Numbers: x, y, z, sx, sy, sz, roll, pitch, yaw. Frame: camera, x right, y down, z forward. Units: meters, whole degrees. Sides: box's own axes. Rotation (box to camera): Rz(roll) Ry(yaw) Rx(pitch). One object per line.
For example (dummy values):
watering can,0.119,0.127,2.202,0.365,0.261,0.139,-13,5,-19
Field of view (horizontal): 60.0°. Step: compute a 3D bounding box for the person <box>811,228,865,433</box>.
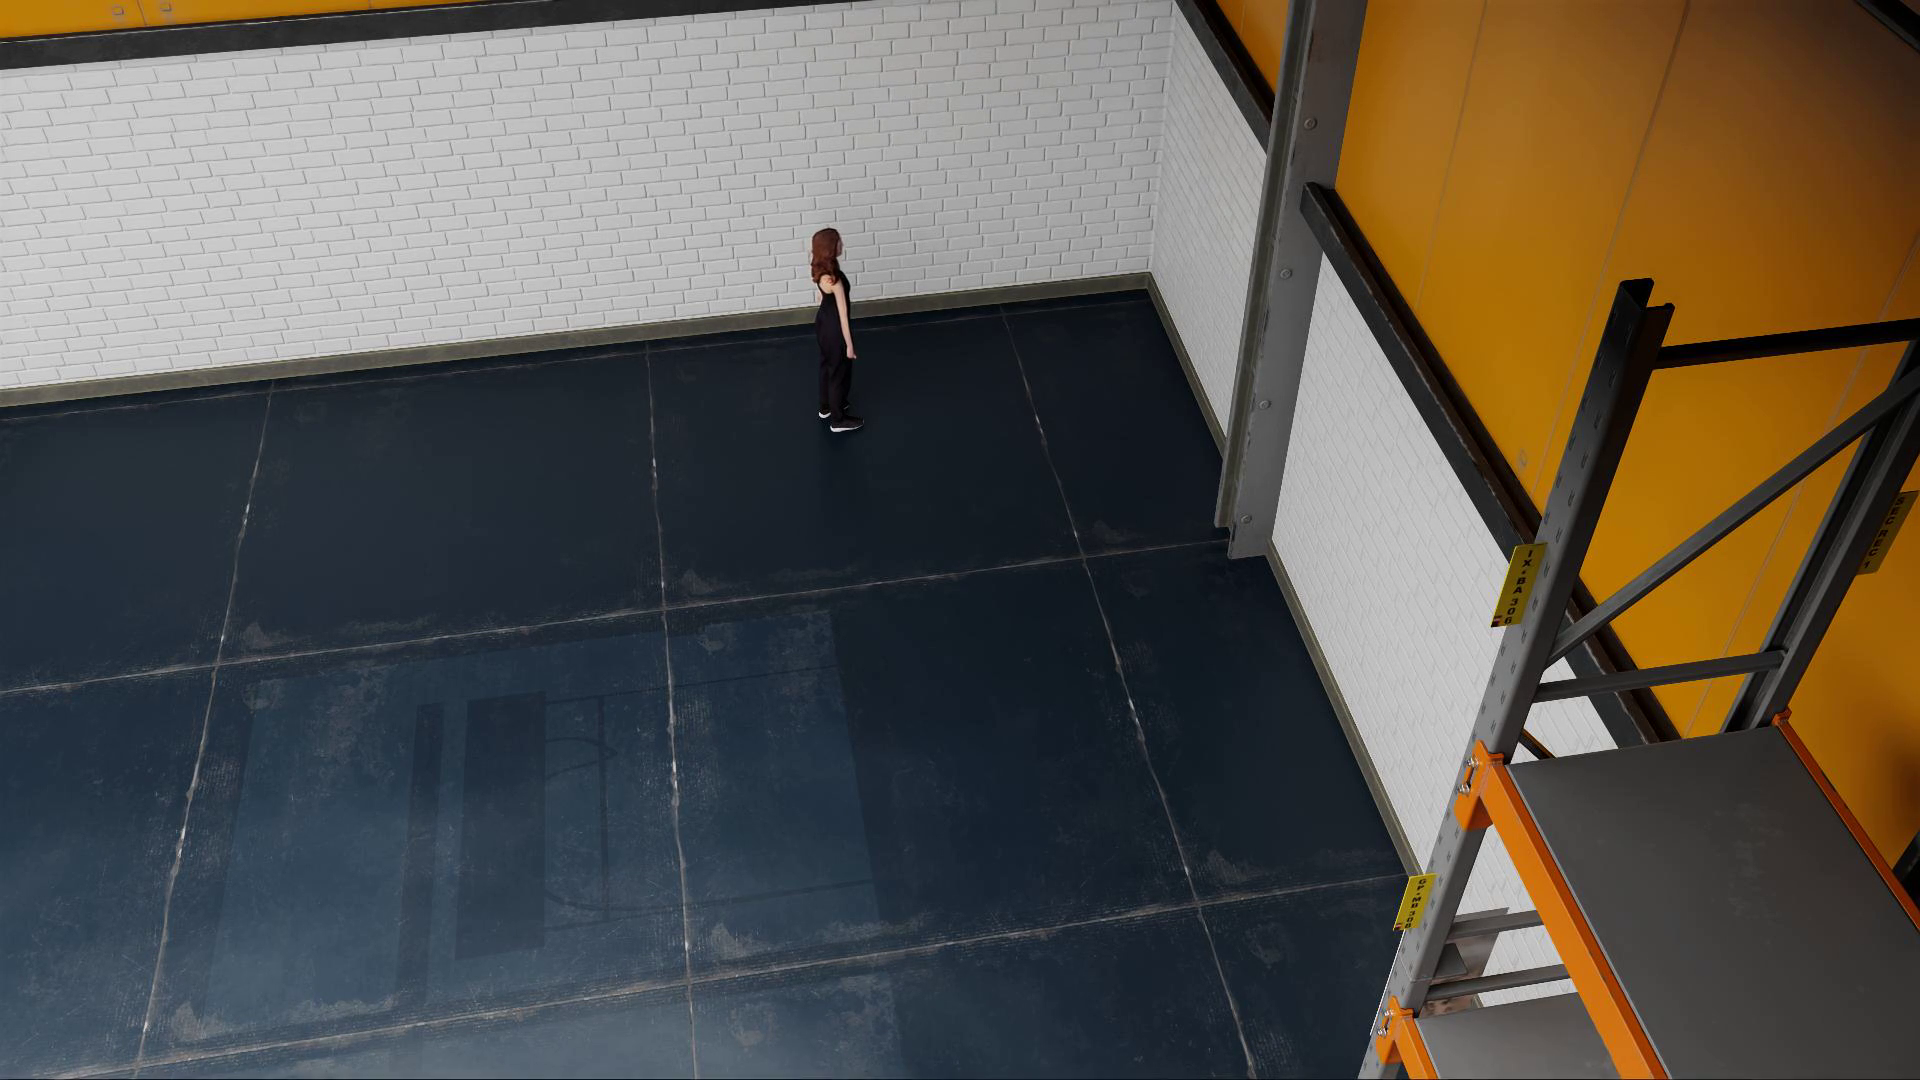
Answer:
person,-0.962,-1.591,12.516,0.711,1.747,0.549,-19,47,-19
